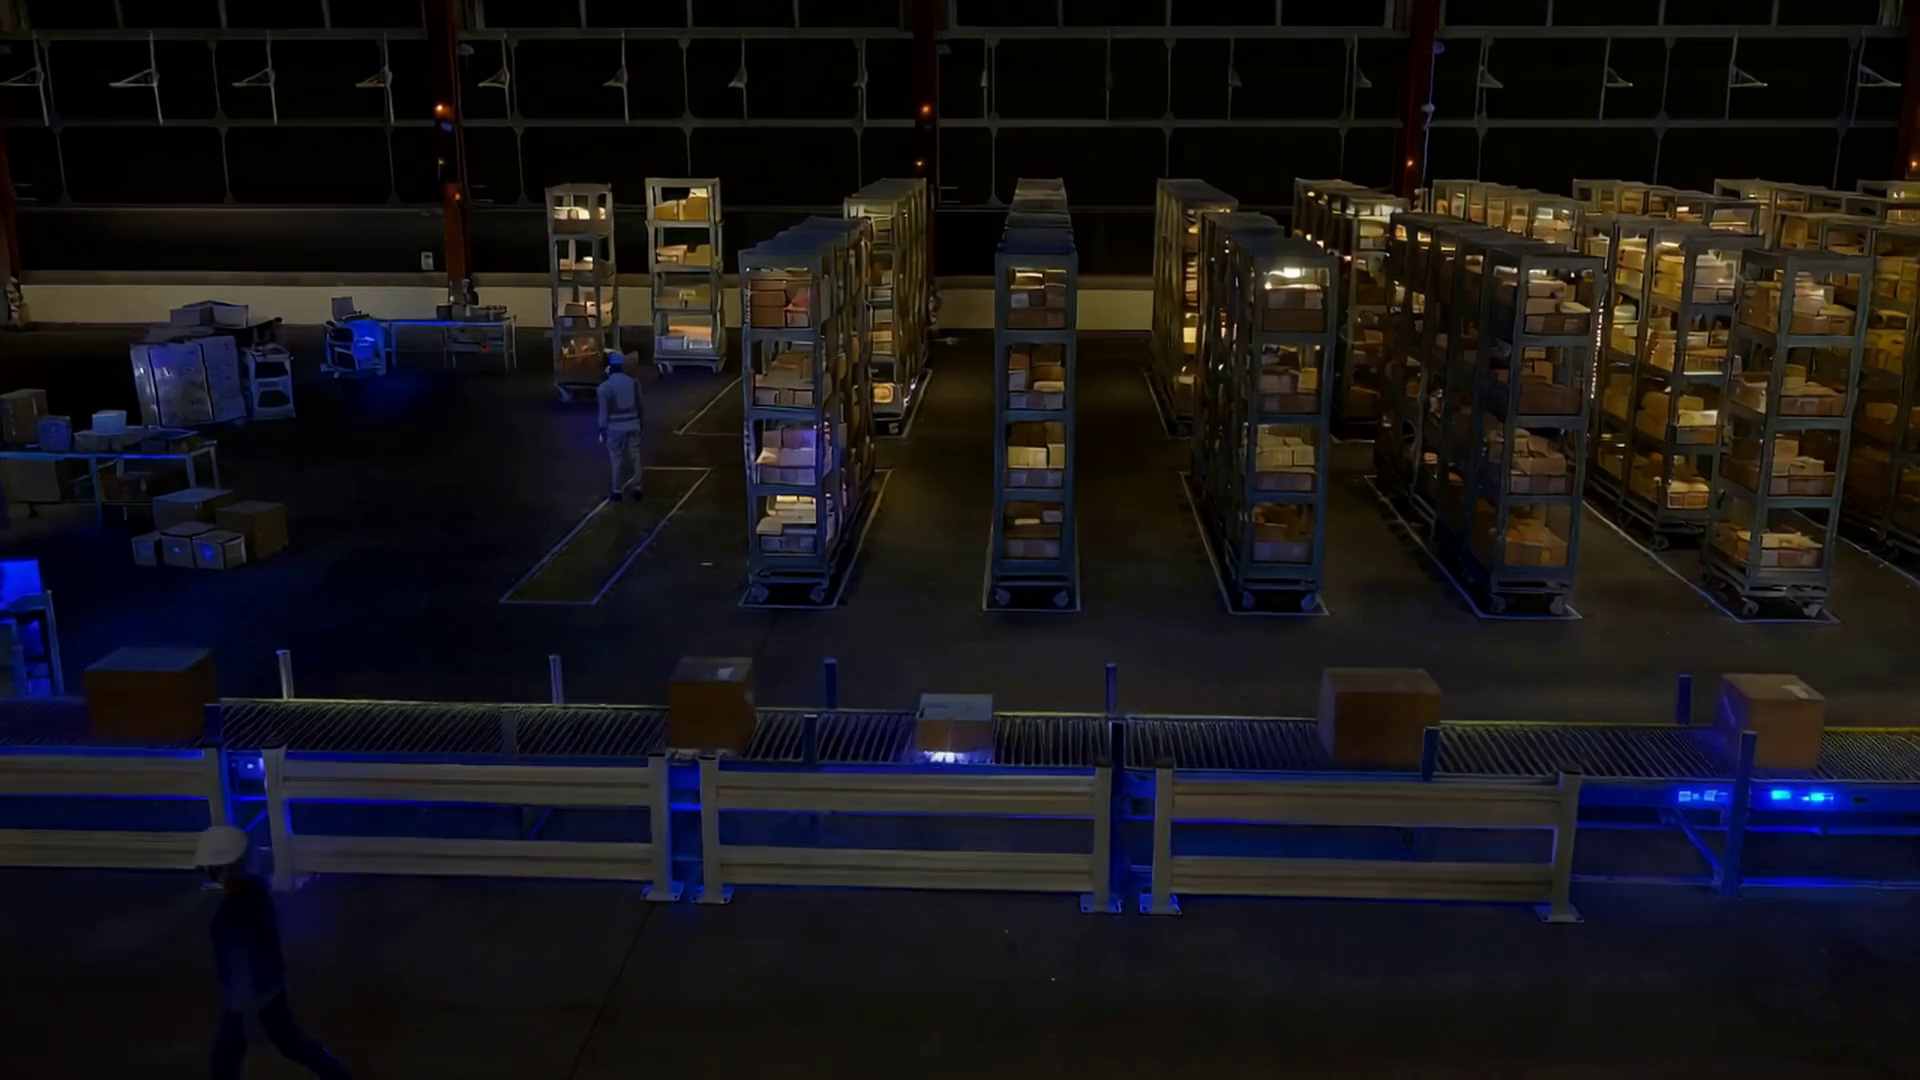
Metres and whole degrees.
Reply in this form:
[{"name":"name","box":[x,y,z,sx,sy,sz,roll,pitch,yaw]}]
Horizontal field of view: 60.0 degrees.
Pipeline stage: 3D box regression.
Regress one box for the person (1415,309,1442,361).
[{"name":"person","box":[7.675,-2.935,26.959,0.605,1.827,0.549,-1,15,-4]}]

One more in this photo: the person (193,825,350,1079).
[{"name":"person","box":[-3.408,2.187,8.144,0.867,1.733,0.537,-2,15,-7]}]

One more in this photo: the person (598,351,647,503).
[{"name":"person","box":[-4.293,-1.440,21.188,0.608,1.950,0.386,-8,17,-27]}]
